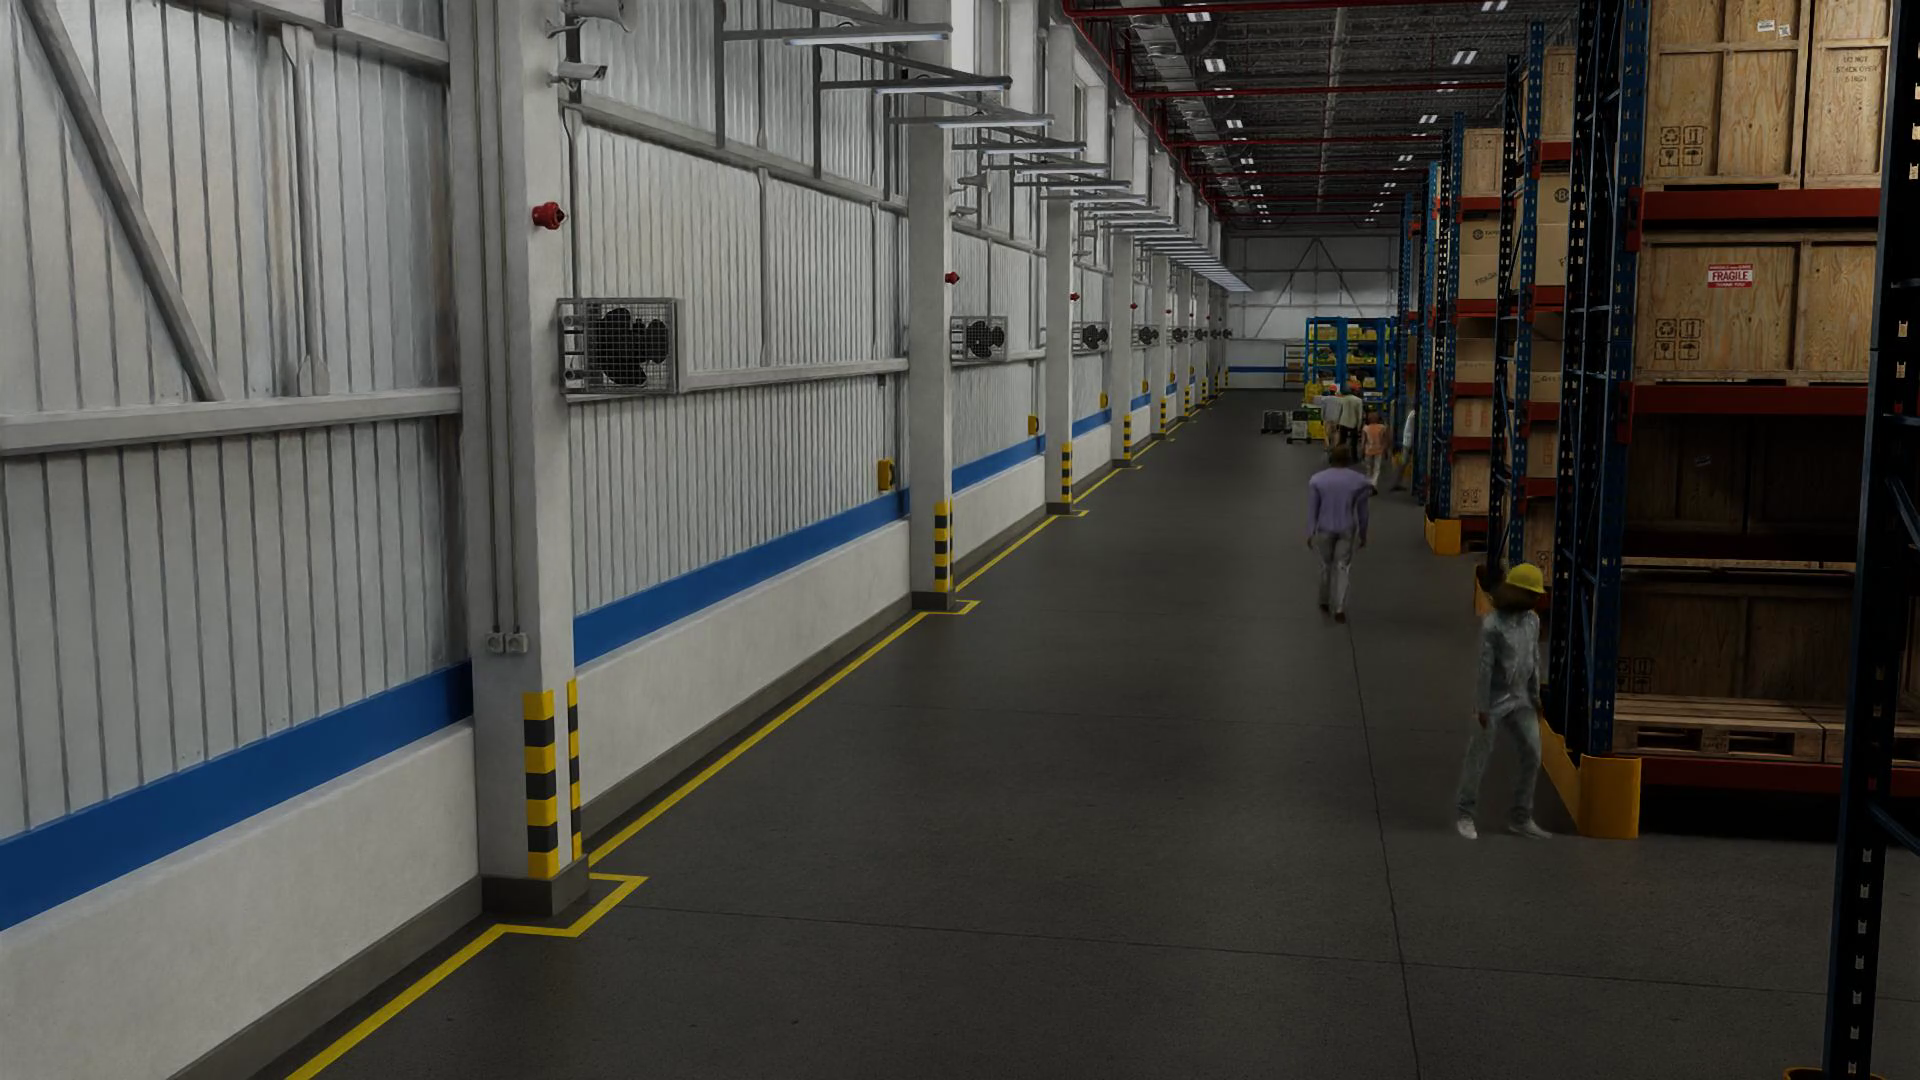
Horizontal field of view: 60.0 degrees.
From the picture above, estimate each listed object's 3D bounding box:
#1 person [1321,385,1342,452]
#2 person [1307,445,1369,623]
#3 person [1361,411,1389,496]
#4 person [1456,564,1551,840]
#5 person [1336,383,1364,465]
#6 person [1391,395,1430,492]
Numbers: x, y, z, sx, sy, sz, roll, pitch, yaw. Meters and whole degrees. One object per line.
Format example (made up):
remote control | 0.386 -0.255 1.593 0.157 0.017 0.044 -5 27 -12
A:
person | 9.592 -3.124 42.874 0.574 1.749 0.337 2 7 16
person | 4.102 -0.089 18.062 0.658 1.879 1.032 1 7 11
person | 7.818 -1.630 31.416 0.530 1.621 0.439 4 8 28
person | 3.327 0.986 10.146 0.493 1.715 0.524 -4 8 -28
person | 9.010 -2.655 38.460 0.724 1.928 1.038 6 9 40
person | 8.856 -1.869 32.306 0.935 1.885 0.639 1 7 4
